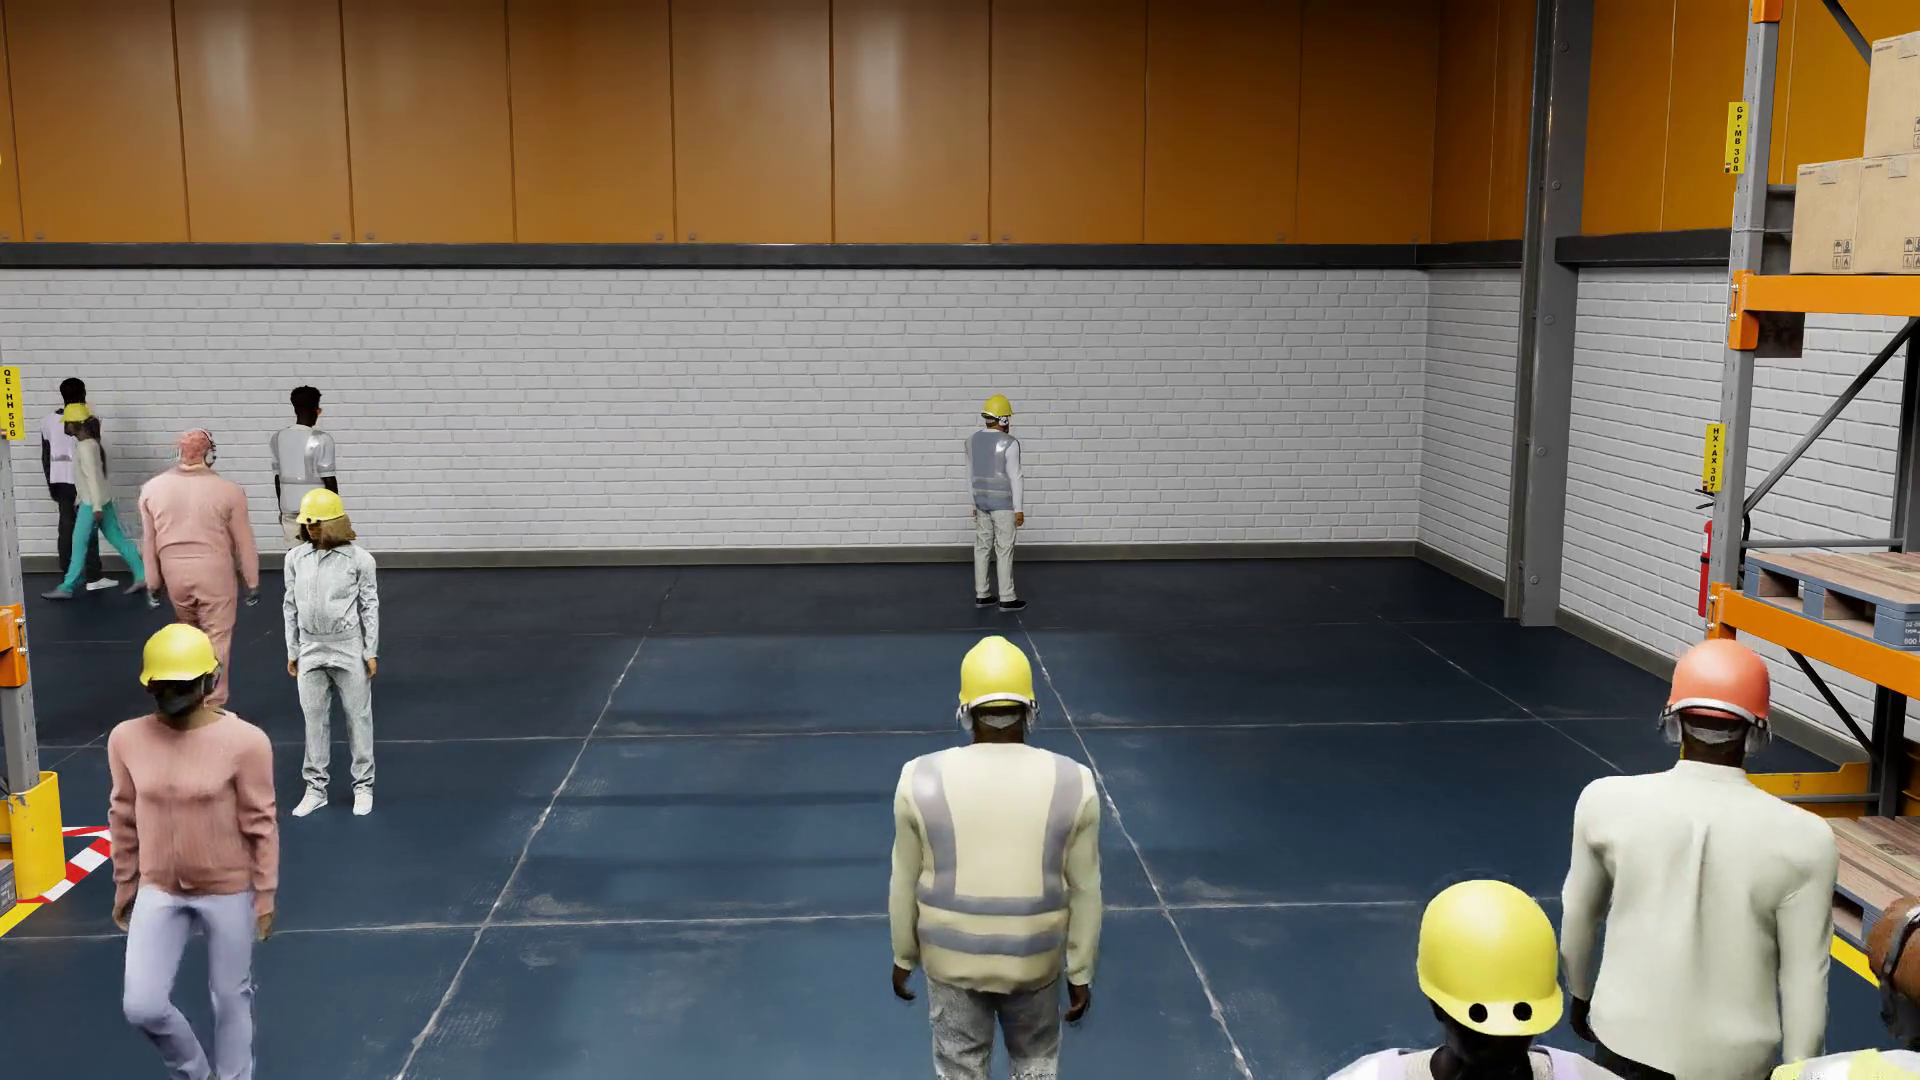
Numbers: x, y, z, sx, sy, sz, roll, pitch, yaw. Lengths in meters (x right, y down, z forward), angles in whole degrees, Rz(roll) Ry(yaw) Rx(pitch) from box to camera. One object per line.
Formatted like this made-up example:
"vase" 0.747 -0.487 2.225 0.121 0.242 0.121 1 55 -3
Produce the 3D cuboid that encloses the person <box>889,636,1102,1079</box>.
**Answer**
"person" 0.094 1.178 4.778 0.599 1.818 0.417 0 9 -3

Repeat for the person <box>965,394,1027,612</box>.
"person" 0.320 -0.312 14.070 0.590 1.833 0.404 8 12 41

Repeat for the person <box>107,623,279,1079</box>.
"person" -2.436 1.122 5.290 0.553 1.751 0.367 0 9 -2

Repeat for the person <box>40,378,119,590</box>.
"person" -7.963 -0.499 14.984 0.597 1.914 0.373 2 9 12

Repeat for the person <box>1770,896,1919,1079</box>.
"person" 1.683 1.487 2.819 0.704 1.821 0.540 5 10 30

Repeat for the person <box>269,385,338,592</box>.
"person" -5.254 -0.268 13.404 0.607 1.958 0.373 3 10 20

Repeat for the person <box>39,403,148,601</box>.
"person" -7.584 -0.336 14.564 0.892 1.726 0.540 -3 10 -20

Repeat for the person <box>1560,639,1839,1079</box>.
"person" 1.847 1.201 4.224 0.615 1.945 0.989 5 10 26

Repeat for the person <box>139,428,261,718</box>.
"person" -4.730 0.237 10.451 0.670 1.886 0.513 0 9 -1

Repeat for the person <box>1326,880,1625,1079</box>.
"person" 0.865 1.445 2.894 0.597 1.893 0.921 0 9 -1

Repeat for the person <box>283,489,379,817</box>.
"person" -3.291 0.590 8.701 0.483 1.738 0.313 0 9 0
